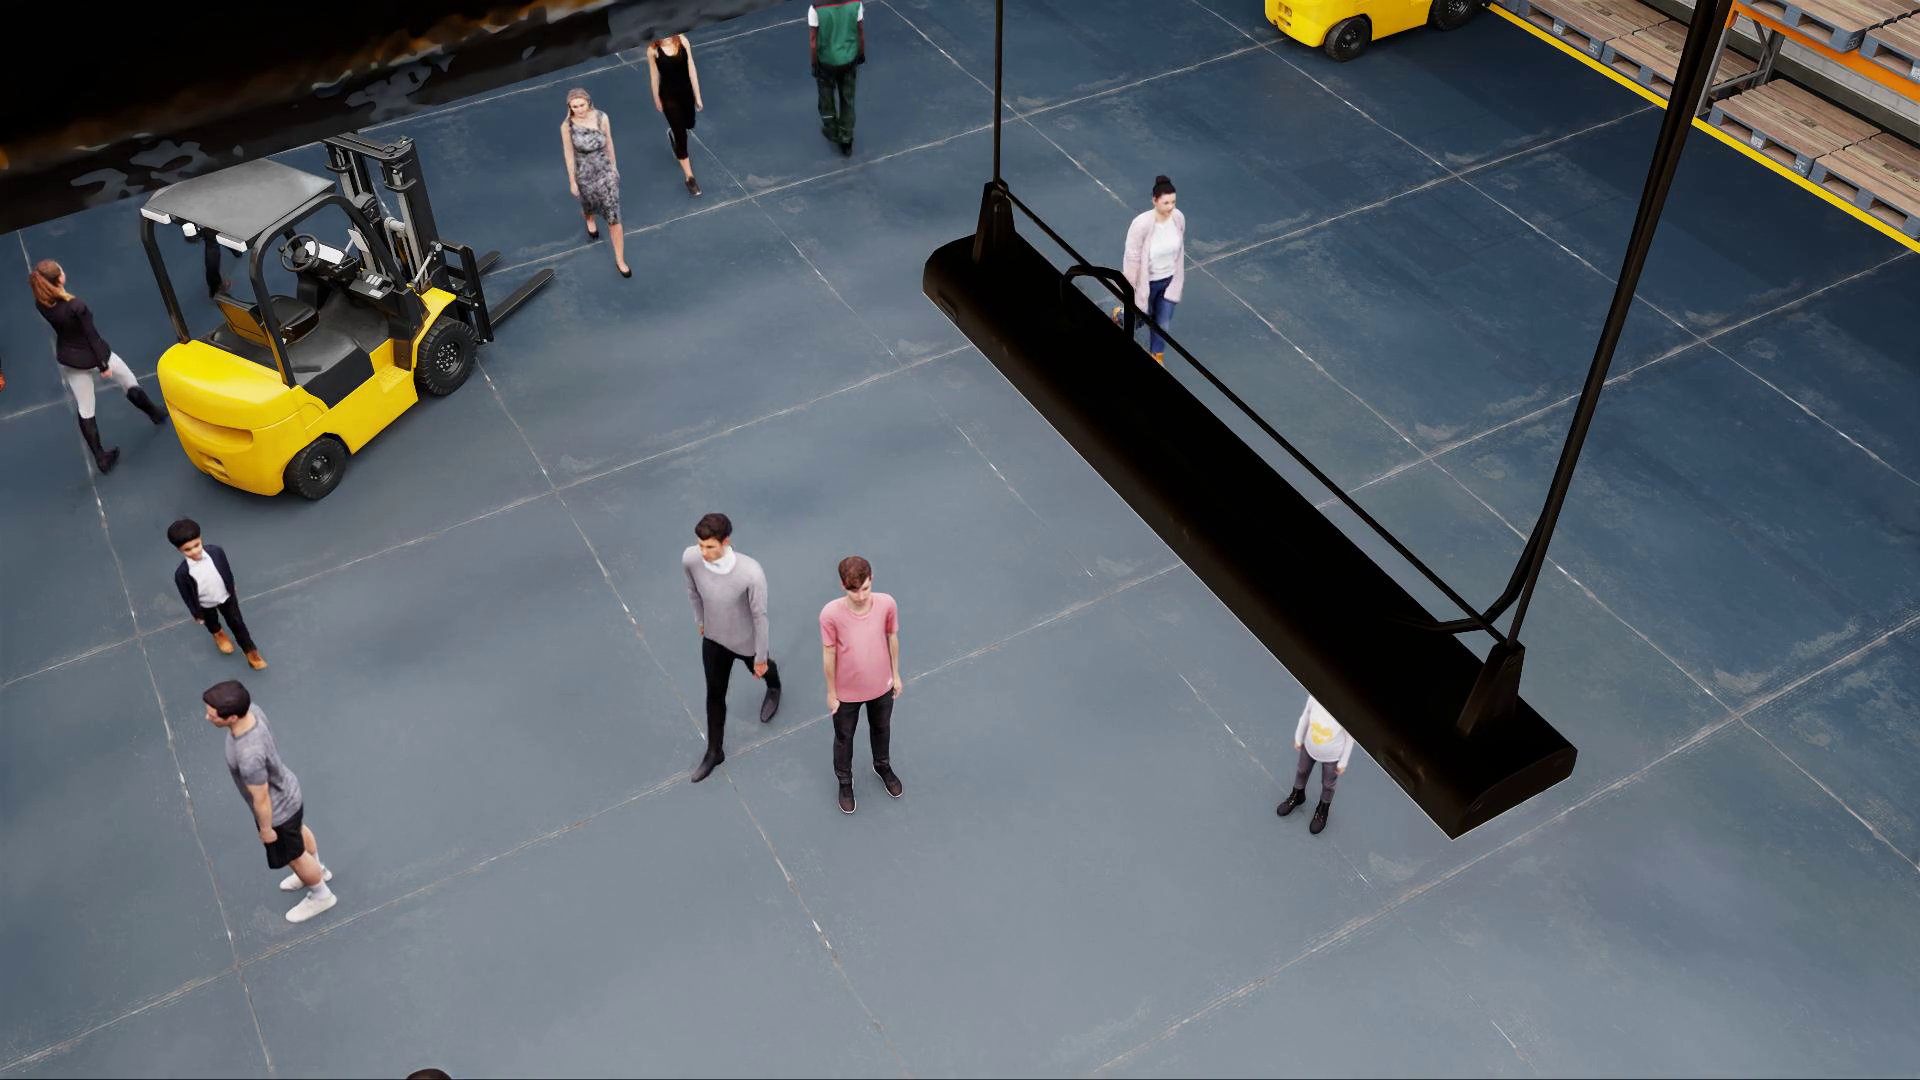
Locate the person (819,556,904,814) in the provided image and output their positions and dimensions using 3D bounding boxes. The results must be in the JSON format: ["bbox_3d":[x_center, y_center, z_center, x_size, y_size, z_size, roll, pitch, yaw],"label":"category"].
[{"bbox_3d":[-0.585,0.828,9.845,0.643,1.959,0.583,-16,46,-16],"label":"person"}]

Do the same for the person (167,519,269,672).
[{"bbox_3d":[-4.954,0.320,10.932,0.616,1.196,0.864,-32,52,-29],"label":"person"}]

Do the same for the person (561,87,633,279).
[{"bbox_3d":[-3.154,-3.137,14.222,0.697,1.663,1.161,-17,46,-17],"label":"person"}]

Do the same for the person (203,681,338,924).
[{"bbox_3d":[-3.812,1.423,9.289,0.760,1.865,0.594,-14,45,-14],"label":"person"}]

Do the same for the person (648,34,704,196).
[{"bbox_3d":[-2.601,-4.075,15.185,0.544,1.693,1.113,-21,48,-21],"label":"person"}]

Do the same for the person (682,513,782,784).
[{"bbox_3d":[-1.331,0.524,10.228,1.281,1.872,1.290,15,46,15],"label":"person"}]

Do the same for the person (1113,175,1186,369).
[{"bbox_3d":[1.477,-2.108,13.095,0.761,1.729,0.974,-17,46,-17],"label":"person"}]

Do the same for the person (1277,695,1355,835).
[{"bbox_3d":[2.169,1.238,9.909,0.523,1.278,0.622,28,50,26],"label":"person"}]

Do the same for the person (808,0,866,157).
[{"bbox_3d":[-1.115,-4.423,15.457,0.786,1.821,0.813,-13,45,-13],"label":"person"}]

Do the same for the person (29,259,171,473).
[{"bbox_3d":[-6.454,-1.236,12.206,1.020,1.692,1.084,10,45,11],"label":"person"}]
